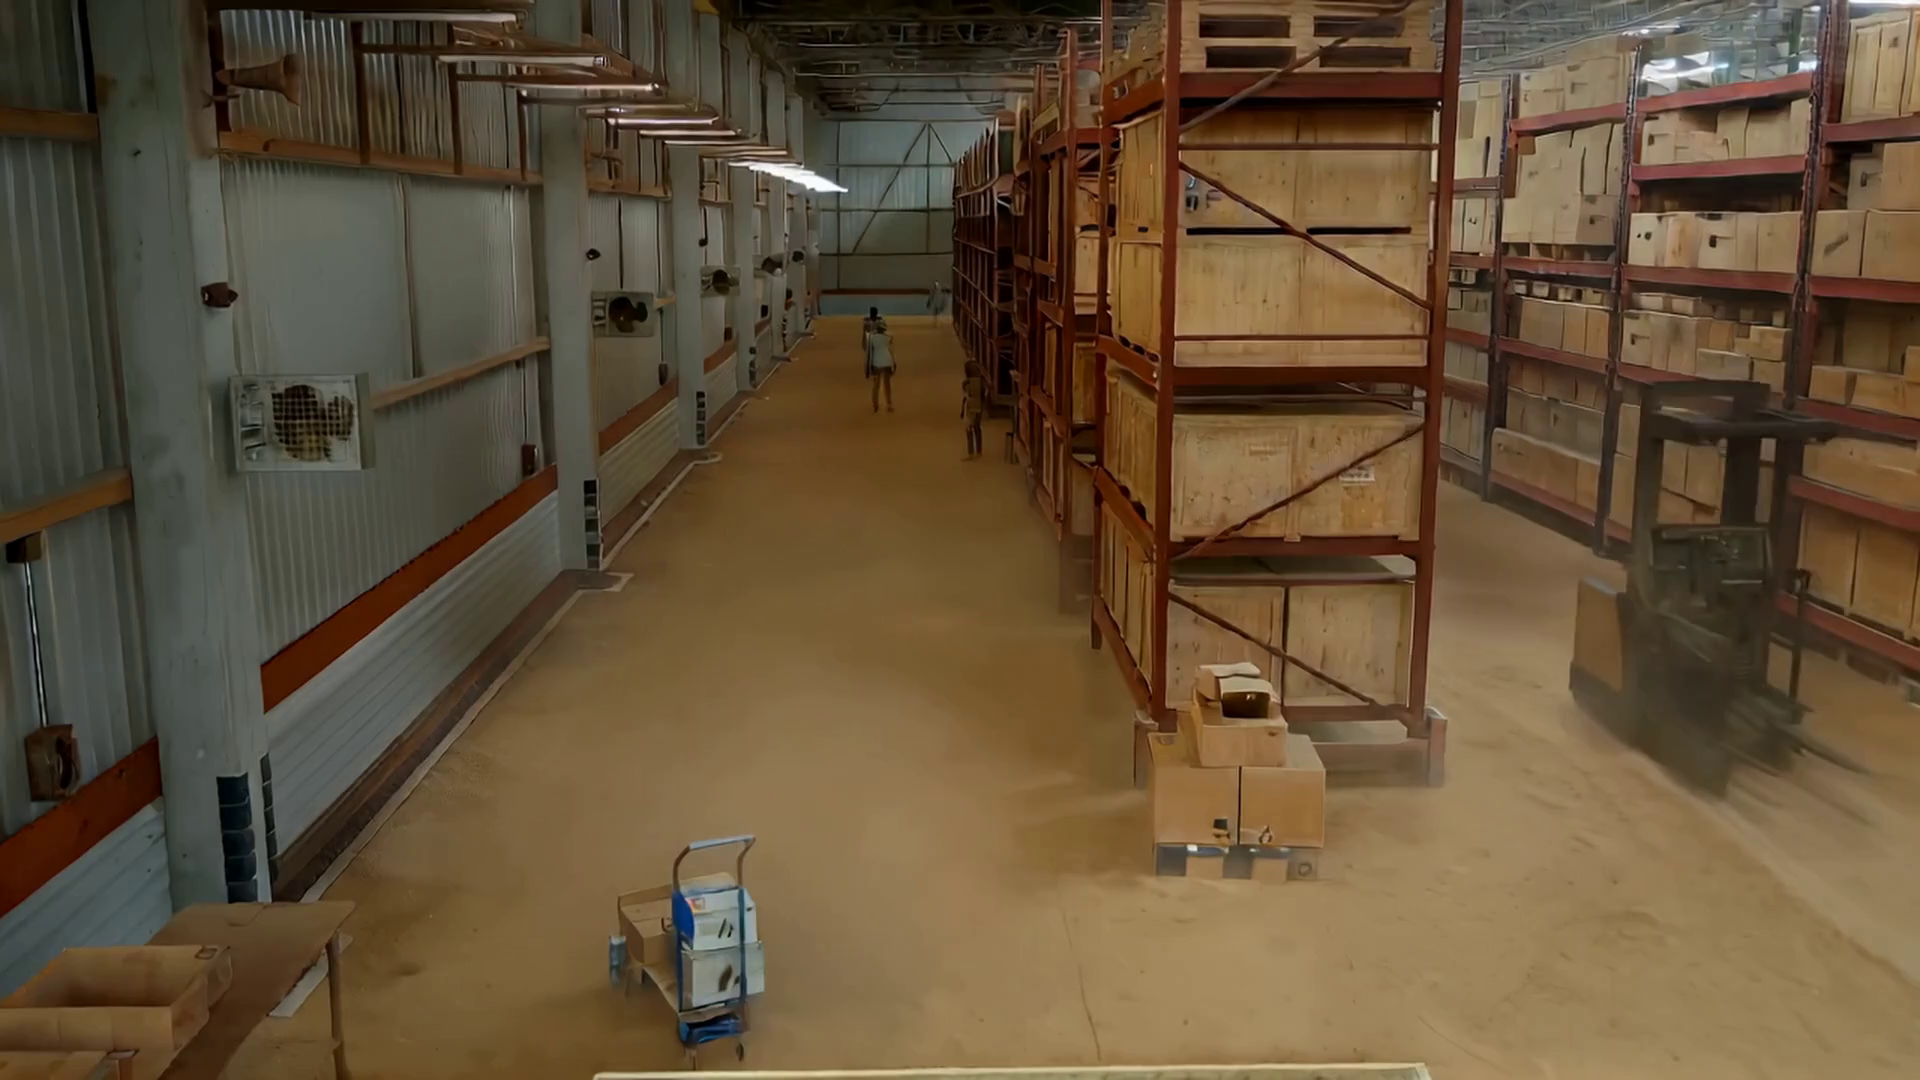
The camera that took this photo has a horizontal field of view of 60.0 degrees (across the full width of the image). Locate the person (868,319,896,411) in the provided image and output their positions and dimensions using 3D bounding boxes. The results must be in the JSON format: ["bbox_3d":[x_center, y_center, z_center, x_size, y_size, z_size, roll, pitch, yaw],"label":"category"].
[{"bbox_3d":[-1.665,-3.754,35.723,0.617,1.986,0.406,-3,11,-16],"label":"person"}]

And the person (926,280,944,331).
[{"bbox_3d":[-0.864,-8.764,62.095,0.630,1.868,0.925,9,14,38],"label":"person"}]

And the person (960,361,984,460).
[{"bbox_3d":[0.197,-2.210,28.433,0.322,1.697,0.531,9,14,39],"label":"person"}]

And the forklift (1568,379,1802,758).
[{"bbox_3d":[5.790,0.117,13.243,1.129,2.768,1.873,0,11,-2],"label":"forklift"}]

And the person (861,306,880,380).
[{"bbox_3d":[-2.243,-5.054,42.697,0.601,1.907,0.405,-2,11,-11],"label":"person"}]
